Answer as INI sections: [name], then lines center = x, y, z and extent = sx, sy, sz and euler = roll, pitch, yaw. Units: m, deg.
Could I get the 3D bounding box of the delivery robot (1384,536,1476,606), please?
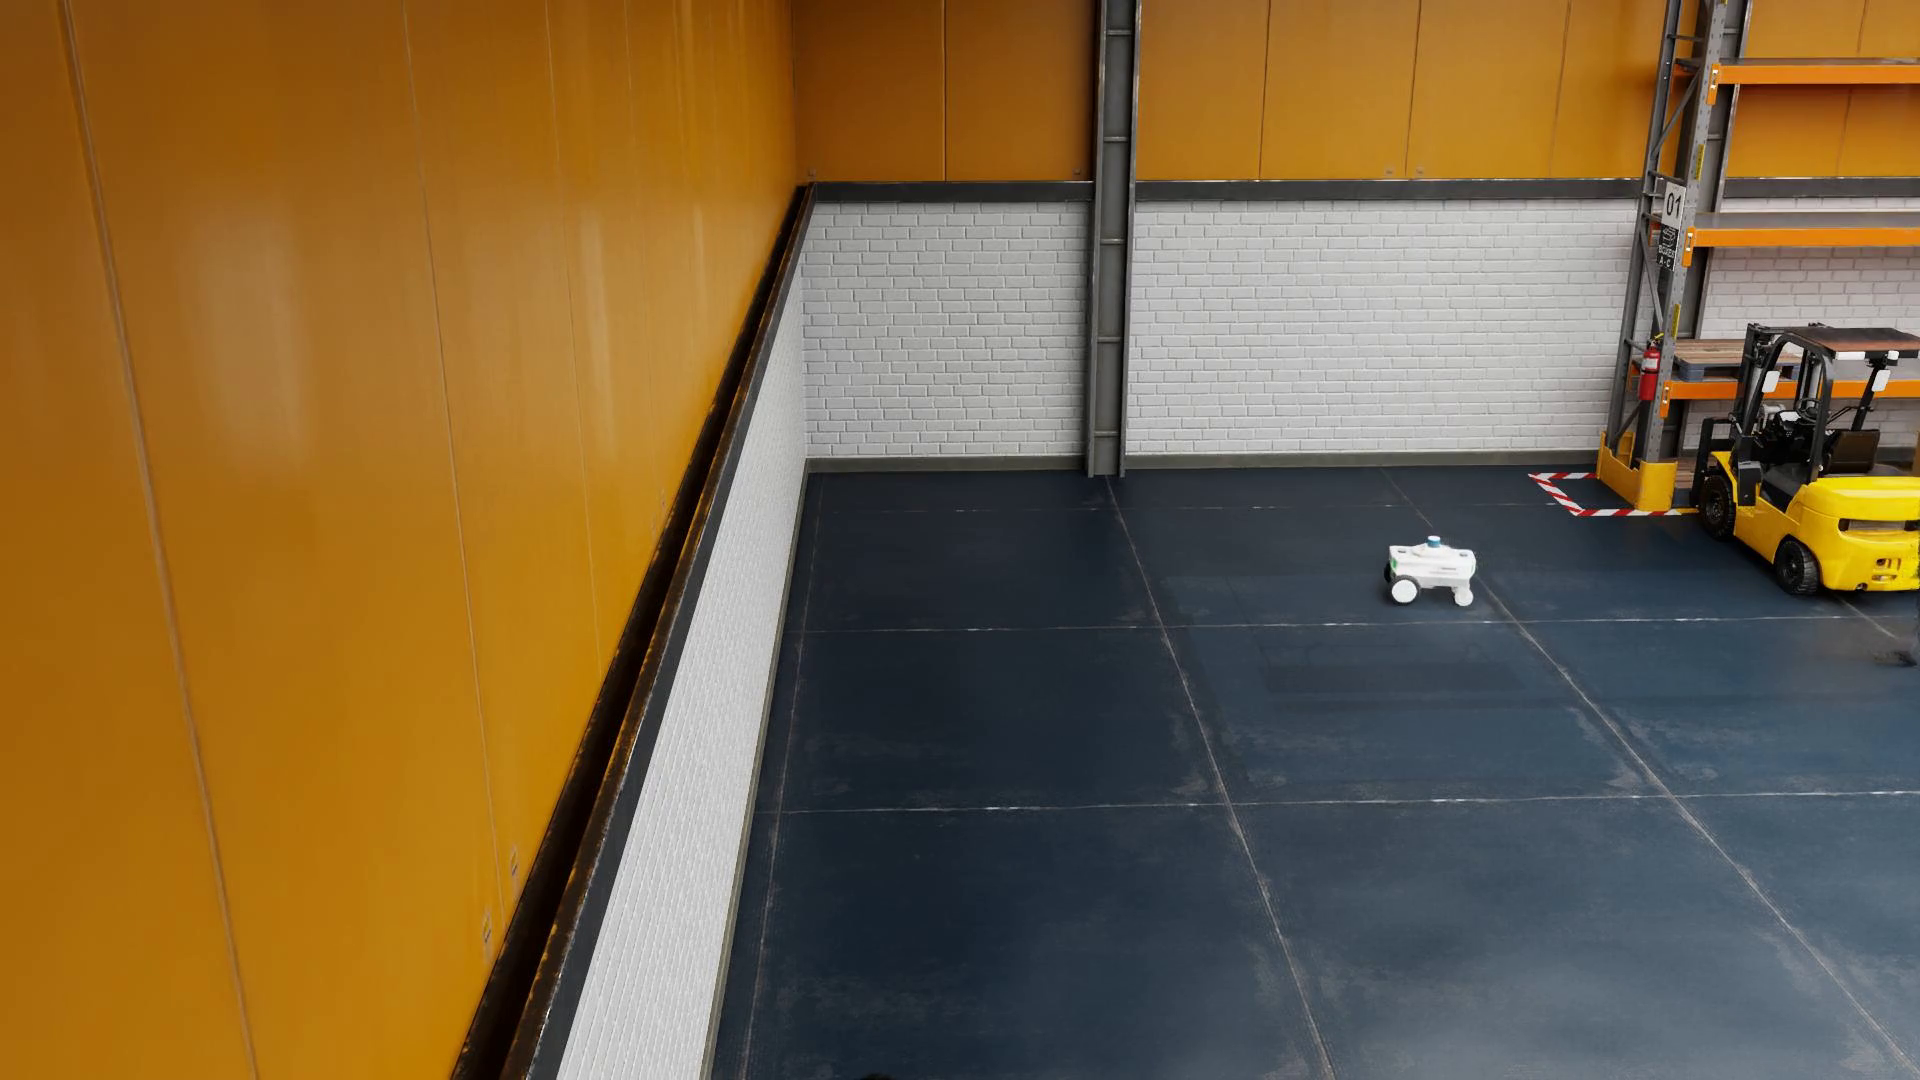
[delivery robot]
center = 4.070, 0.262, 14.431
extent = 0.795, 0.596, 0.499
euler = 3, 21, 9

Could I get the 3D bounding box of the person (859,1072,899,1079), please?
[person]
center = -0.280, 2.701, 6.169
extent = 0.319, 1.697, 0.532
euler = -6, 21, -17

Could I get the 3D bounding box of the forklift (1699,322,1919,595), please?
[forklift]
center = 7.809, -0.792, 14.926
extent = 1.214, 2.155, 2.313
euler = -1, 20, -2

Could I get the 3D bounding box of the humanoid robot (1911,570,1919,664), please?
[humanoid robot]
center = 7.714, 0.227, 12.901
extent = 0.460, 1.637, 0.592
euler = -14, 24, -33
